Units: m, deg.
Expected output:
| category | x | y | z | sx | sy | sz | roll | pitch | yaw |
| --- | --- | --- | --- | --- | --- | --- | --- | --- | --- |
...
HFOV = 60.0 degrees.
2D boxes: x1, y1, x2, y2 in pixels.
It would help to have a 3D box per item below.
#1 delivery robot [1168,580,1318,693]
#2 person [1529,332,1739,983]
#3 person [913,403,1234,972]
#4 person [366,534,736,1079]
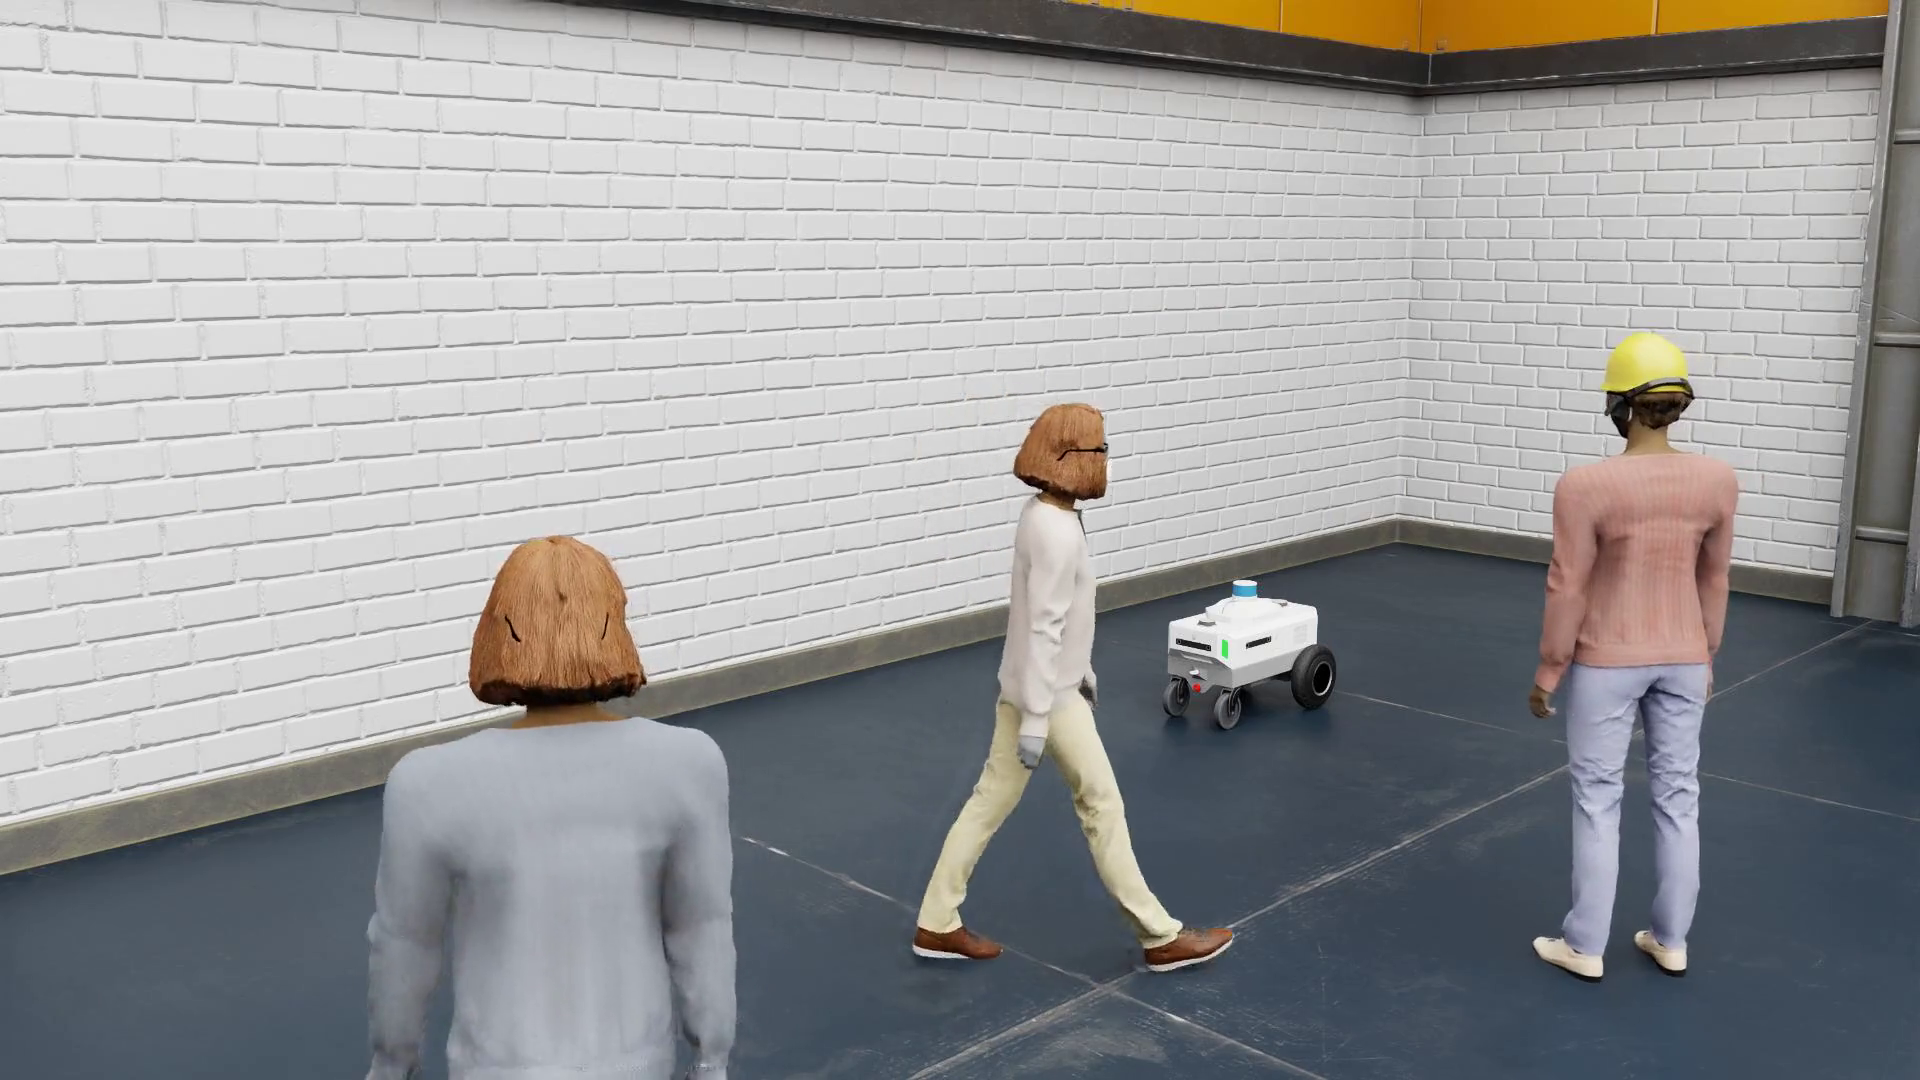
| category | x | y | z | sx | sy | sz | roll | pitch | yaw |
| --- | --- | --- | --- | --- | --- | --- | --- | --- | --- |
| delivery robot | 1.205 | 0.415 | 7.078 | 0.707 | 0.478 | 0.477 | -10 | 14 | -44 |
| person | 1.813 | 0.328 | 4.507 | 0.526 | 1.768 | 0.330 | -1 | 10 | -8 |
| person | 0.280 | 0.416 | 4.523 | 0.897 | 1.580 | 0.517 | -1 | 10 | -4 |
| person | -0.604 | 0.782 | 2.506 | 0.512 | 1.584 | 0.853 | -5 | 12 | -27 |
